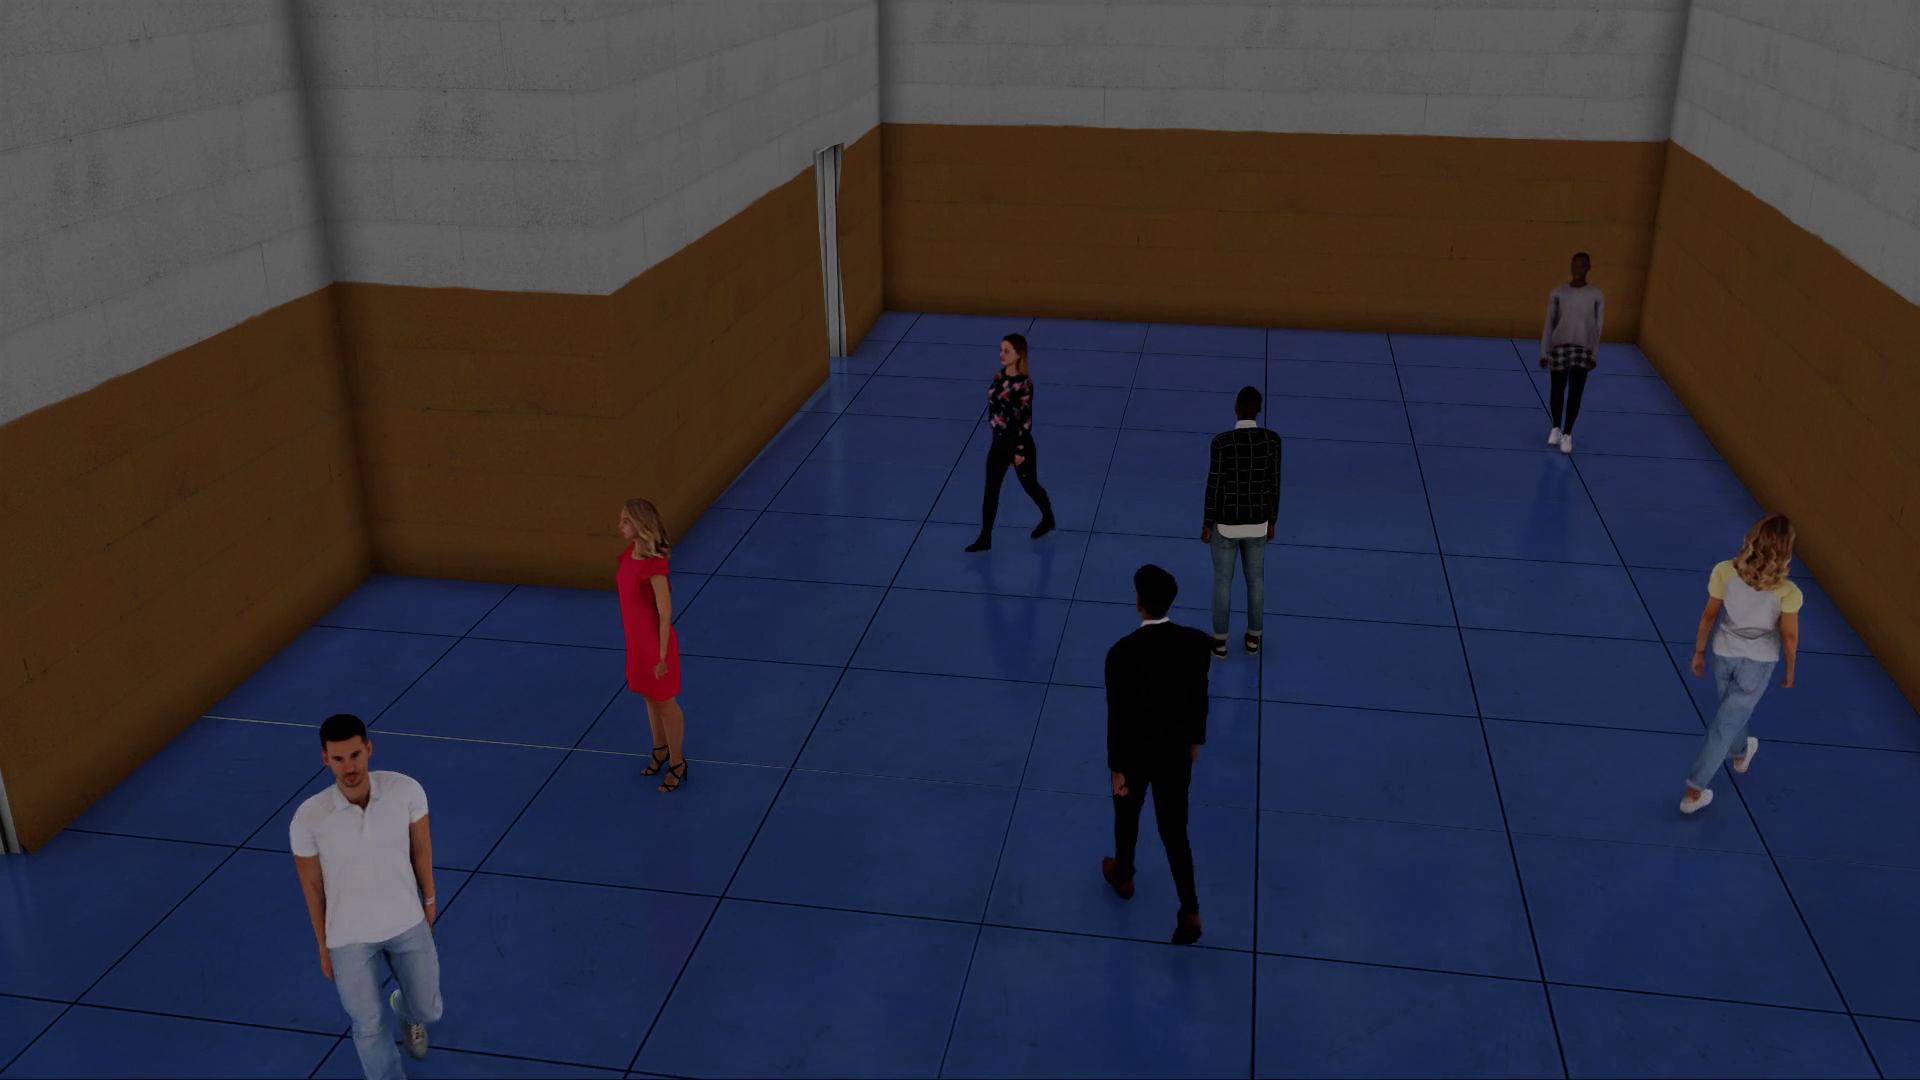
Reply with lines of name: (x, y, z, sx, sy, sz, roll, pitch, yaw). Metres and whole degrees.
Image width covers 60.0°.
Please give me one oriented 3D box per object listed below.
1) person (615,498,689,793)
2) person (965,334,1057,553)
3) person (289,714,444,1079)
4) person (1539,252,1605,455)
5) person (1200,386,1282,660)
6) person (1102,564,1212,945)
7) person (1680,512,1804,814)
person: (-1.691, 0.568, 9.173, 0.720, 1.728, 0.665, -14, 26, -31)
person: (0.468, -0.722, 12.494, 1.080, 1.646, 1.065, -17, 27, -35)
person: (-2.370, 1.499, 6.696, 0.969, 1.846, 1.003, -10, 24, -24)
person: (5.422, -1.690, 14.756, 0.764, 1.755, 0.791, 9, 24, 21)
person: (1.815, -0.112, 10.742, 0.626, 1.821, 0.790, -4, 22, -10)
person: (0.954, 1.037, 7.843, 1.230, 1.849, 1.076, -5, 22, -12)
person: (4.127, 0.709, 8.866, 1.109, 1.680, 1.118, -19, 29, -39)
